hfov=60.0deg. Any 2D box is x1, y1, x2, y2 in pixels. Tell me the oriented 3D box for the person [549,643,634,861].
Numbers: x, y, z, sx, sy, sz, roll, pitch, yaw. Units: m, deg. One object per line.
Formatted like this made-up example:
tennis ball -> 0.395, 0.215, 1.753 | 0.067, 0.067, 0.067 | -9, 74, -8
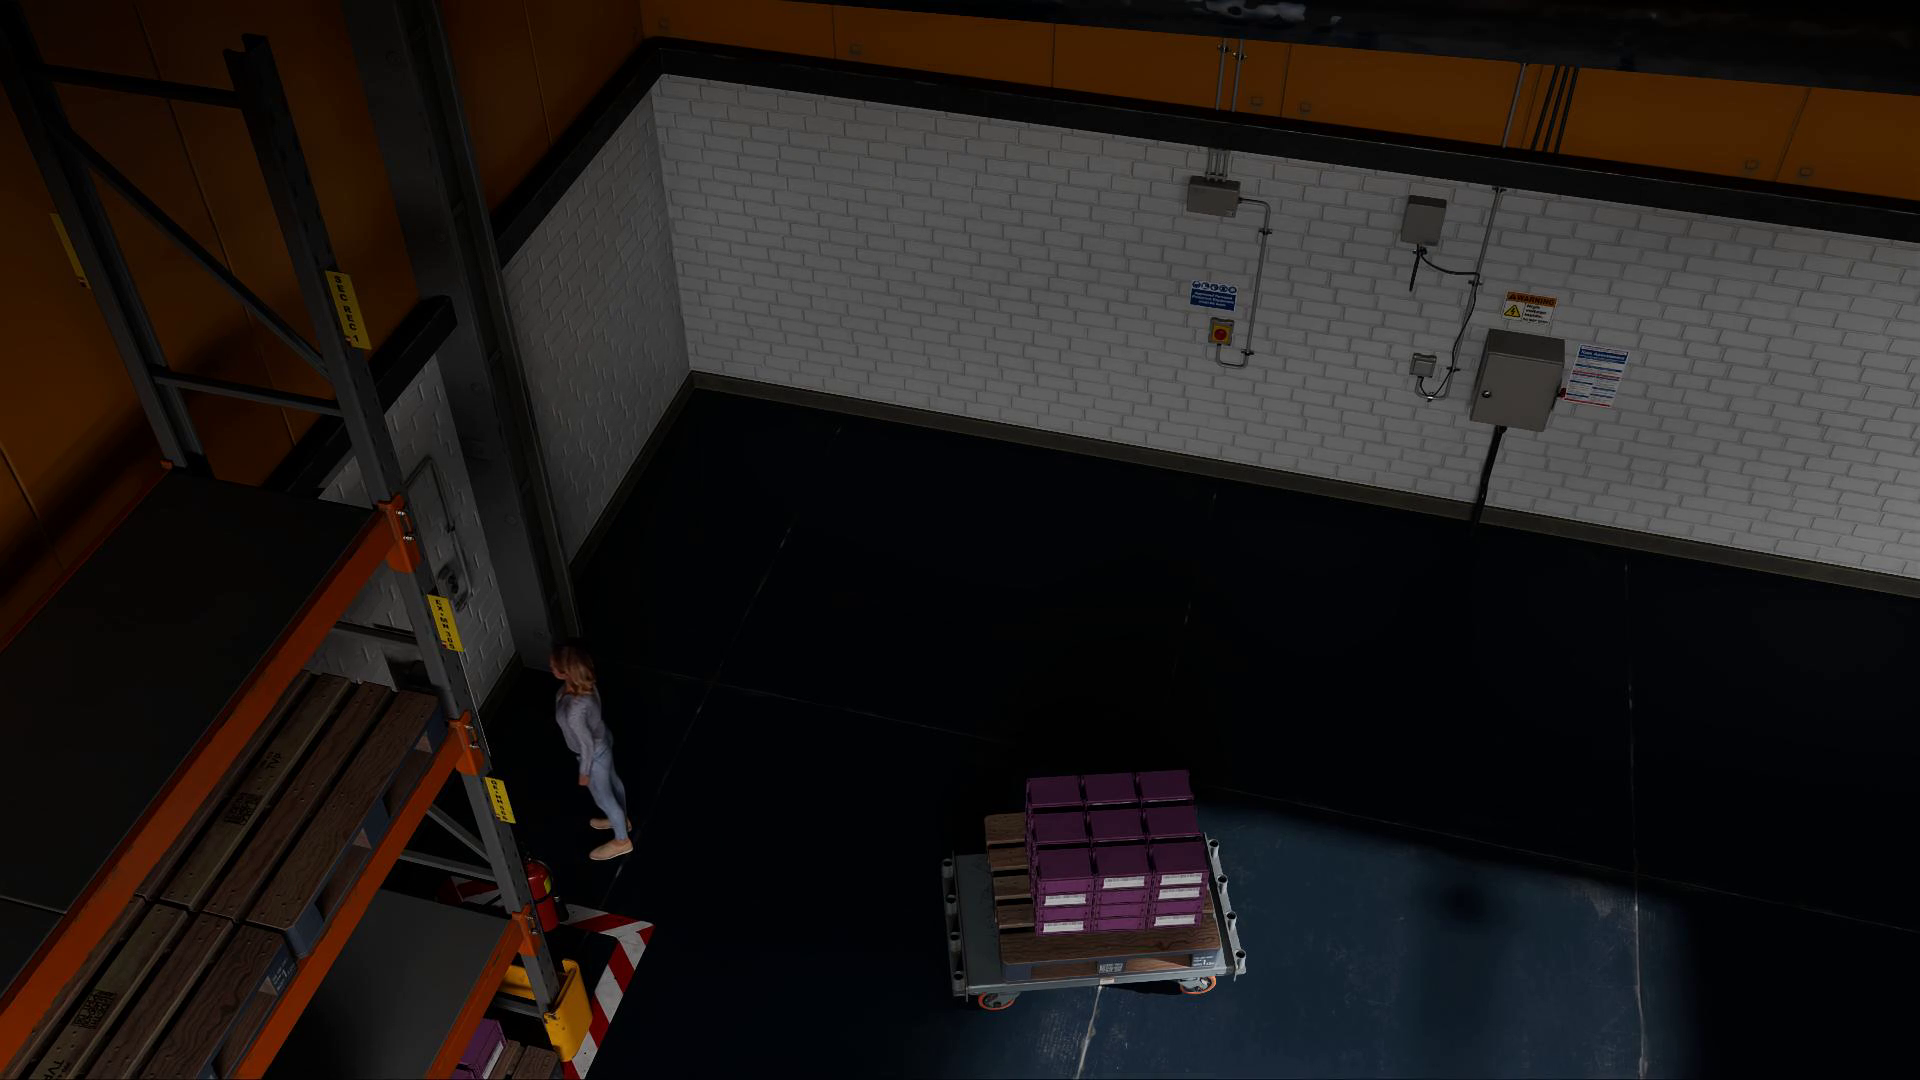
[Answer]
person -> -2.134, 1.224, 9.683 | 0.709, 1.796, 0.556 | -4, 44, -4
